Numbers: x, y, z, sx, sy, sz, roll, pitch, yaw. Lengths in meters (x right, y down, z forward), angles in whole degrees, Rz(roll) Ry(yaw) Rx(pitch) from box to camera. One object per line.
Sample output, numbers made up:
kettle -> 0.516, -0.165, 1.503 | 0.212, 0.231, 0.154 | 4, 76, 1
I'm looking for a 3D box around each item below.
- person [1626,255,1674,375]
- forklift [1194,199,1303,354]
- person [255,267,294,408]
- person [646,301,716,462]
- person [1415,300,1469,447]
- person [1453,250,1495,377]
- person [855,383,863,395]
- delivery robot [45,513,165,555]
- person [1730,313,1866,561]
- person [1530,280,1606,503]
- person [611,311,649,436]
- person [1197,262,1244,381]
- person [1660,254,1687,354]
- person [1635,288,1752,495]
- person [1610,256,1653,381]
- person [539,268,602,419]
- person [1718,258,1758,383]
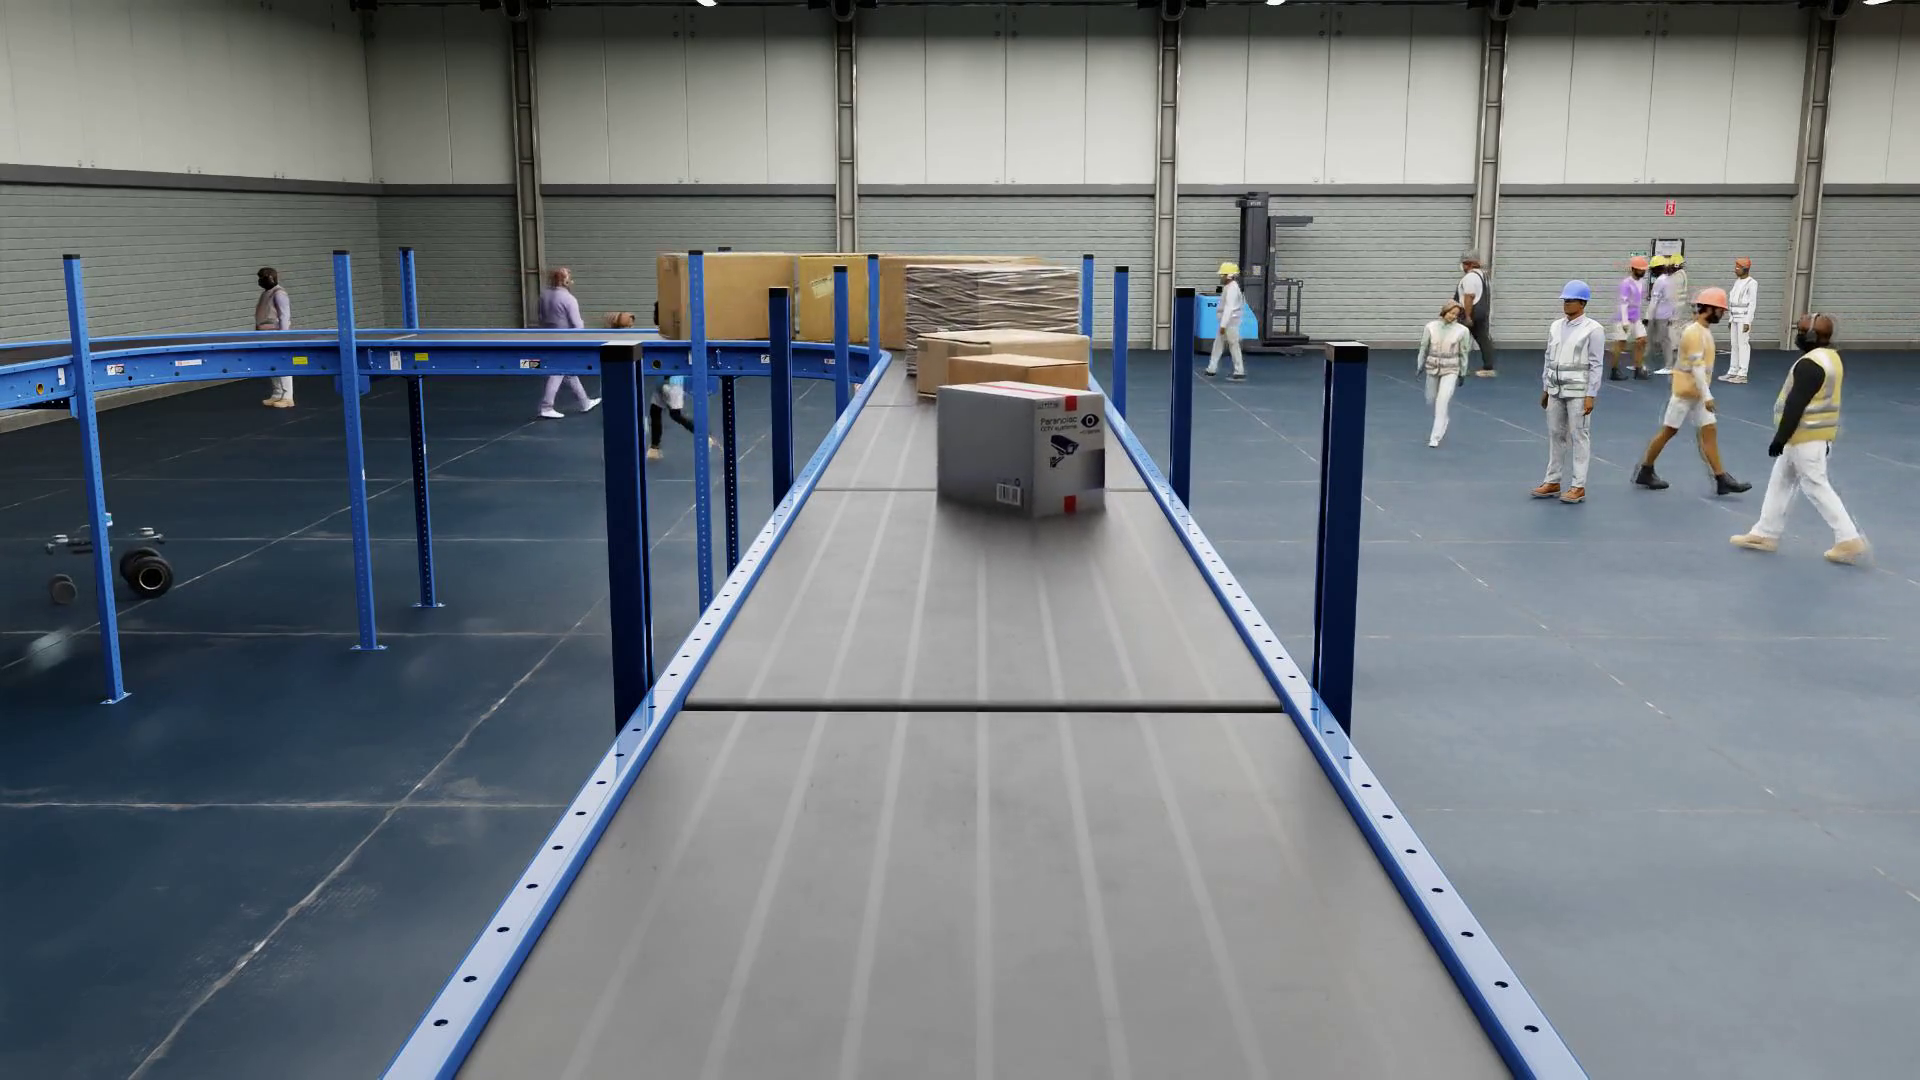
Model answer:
person -> 11.077, -3.596, 26.607 | 0.858, 1.887, 0.587 | 6, 12, 27
forklift -> 5.313, -4.851, 30.603 | 1.873, 2.768, 1.129 | 0, 11, 1
person -> -9.099, -2.687, 22.050 | 0.429, 1.841, 0.634 | -10, 15, -41
person -> -2.938, -1.635, 17.086 | 0.793, 1.665, 0.532 | -3, 11, -14
person -> 5.357, -1.855, 18.386 | 0.532, 1.599, 0.707 | 7, 13, 34
person -> 8.021, -3.581, 26.236 | 0.982, 2.000, 0.693 | 9, 14, 38
person -> -1.073, -2.251, 19.409 | 0.617, 1.993, 0.396 | -3, 11, -16
delivery robot -> -5.693, -0.062, 11.063 | 0.698, 0.223, 0.335 | -7, 13, -32
person -> 6.290, -0.770, 12.295 | 0.932, 1.809, 0.617 | 8, 13, 35
person -> 5.404, -1.320, 14.740 | 0.382, 1.951, 0.606 | -6, 12, -27
person -> -3.136, -1.332, 15.636 | 0.370, 1.623, 0.534 | 2, 11, 10
person -> 4.012, -3.346, 25.539 | 0.835, 1.796, 0.622 | 1, 11, 5
person -> 13.123, -4.337, 30.576 | 0.404, 1.826, 0.589 | 6, 12, 27
person -> 6.688, -1.354, 15.131 | 1.037, 1.870, 0.541 | 10, 15, 42
person -> 10.330, -3.378, 25.414 | 0.576, 1.904, 0.784 | -7, 13, -34
person -> -4.904, -2.469, 20.881 | 0.675, 1.850, 0.997 | 11, 15, 44
person -> 11.845, -3.333, 25.253 | 0.355, 1.887, 0.574 | 0, 11, -1
